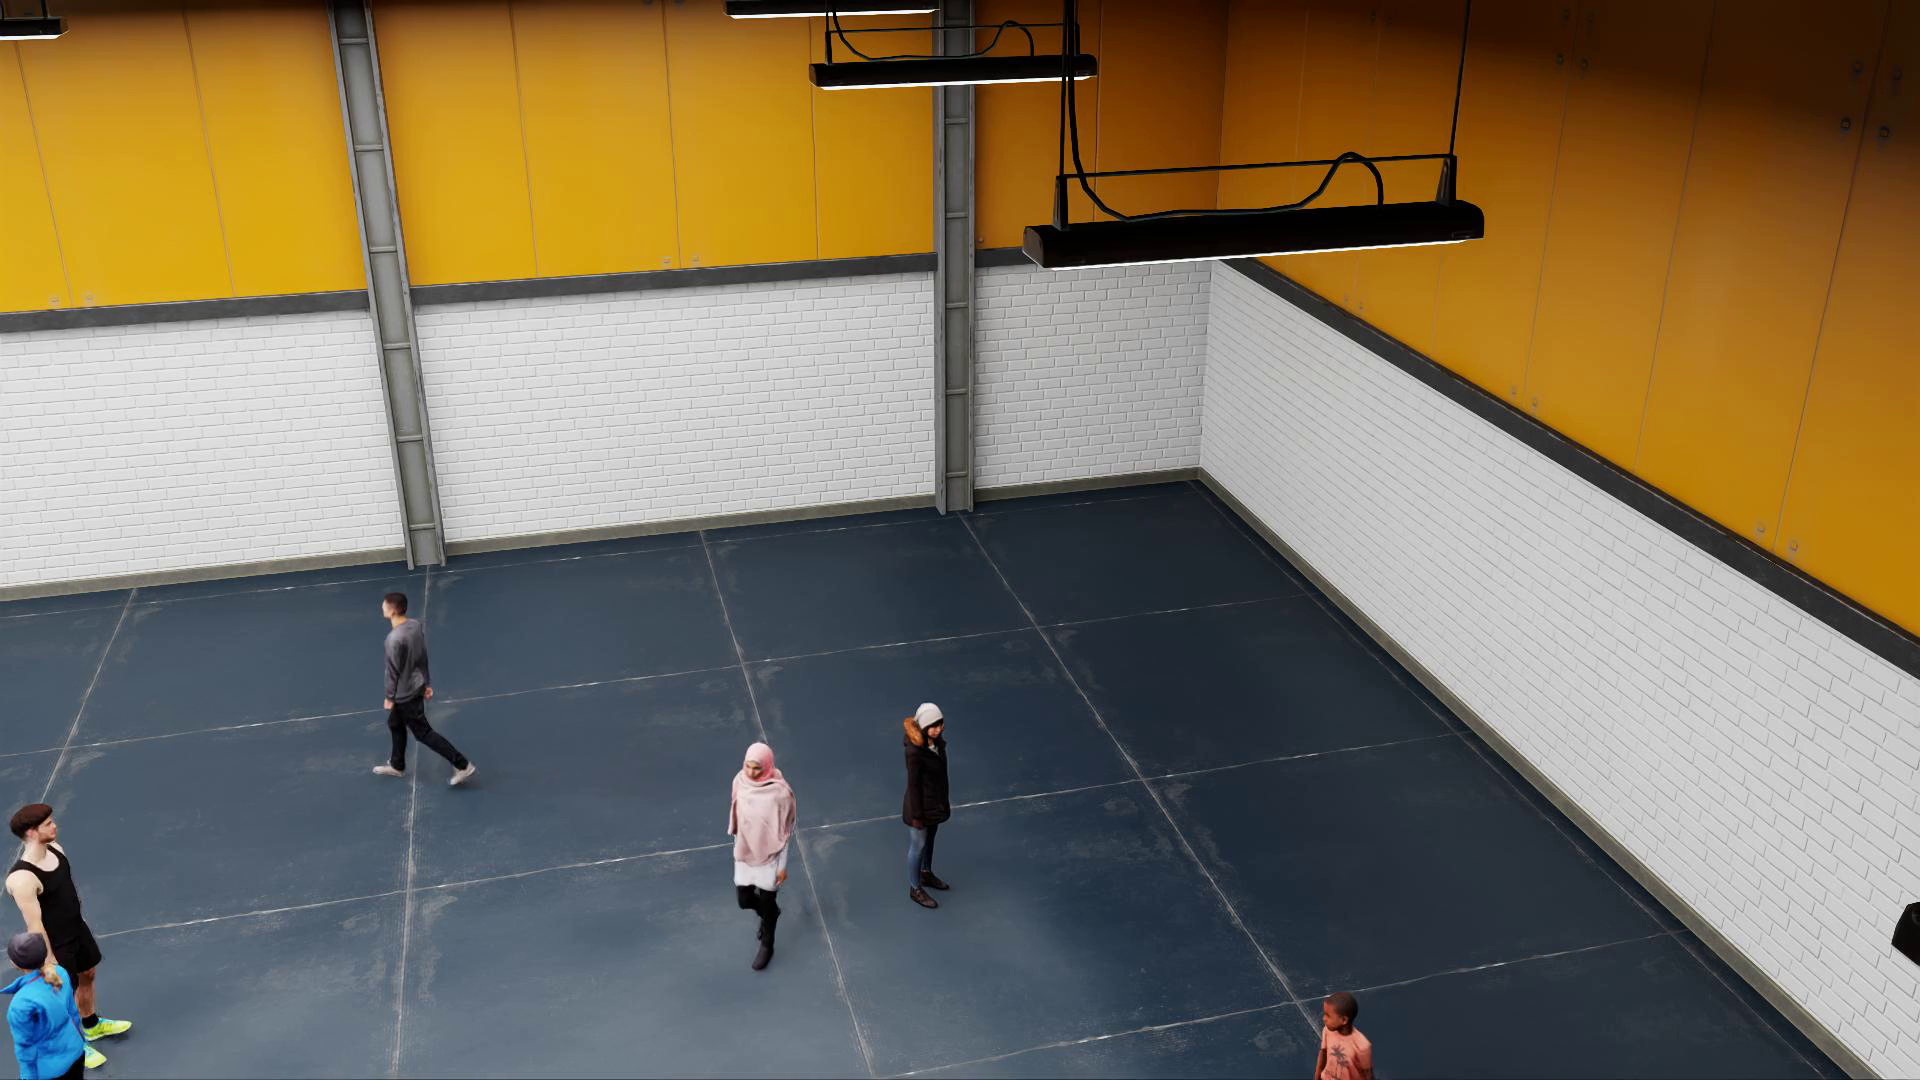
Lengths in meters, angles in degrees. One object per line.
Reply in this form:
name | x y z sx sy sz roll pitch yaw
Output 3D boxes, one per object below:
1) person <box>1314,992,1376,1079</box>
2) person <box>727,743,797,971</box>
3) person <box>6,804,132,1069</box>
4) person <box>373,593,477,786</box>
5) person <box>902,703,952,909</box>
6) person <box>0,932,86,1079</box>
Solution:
person | 2.343 3.230 9.867 0.585 1.287 0.622 20 31 38
person | -1.336 2.167 11.672 0.809 1.791 0.866 9 25 19
person | -5.799 2.532 10.711 0.698 1.891 0.772 2 24 4
person | -4.488 1.277 13.787 1.234 1.727 0.865 1 24 3
person | -0.260 1.939 12.384 0.796 1.636 0.747 11 26 23
person | -5.168 3.060 9.639 0.848 1.782 0.783 5 24 12
